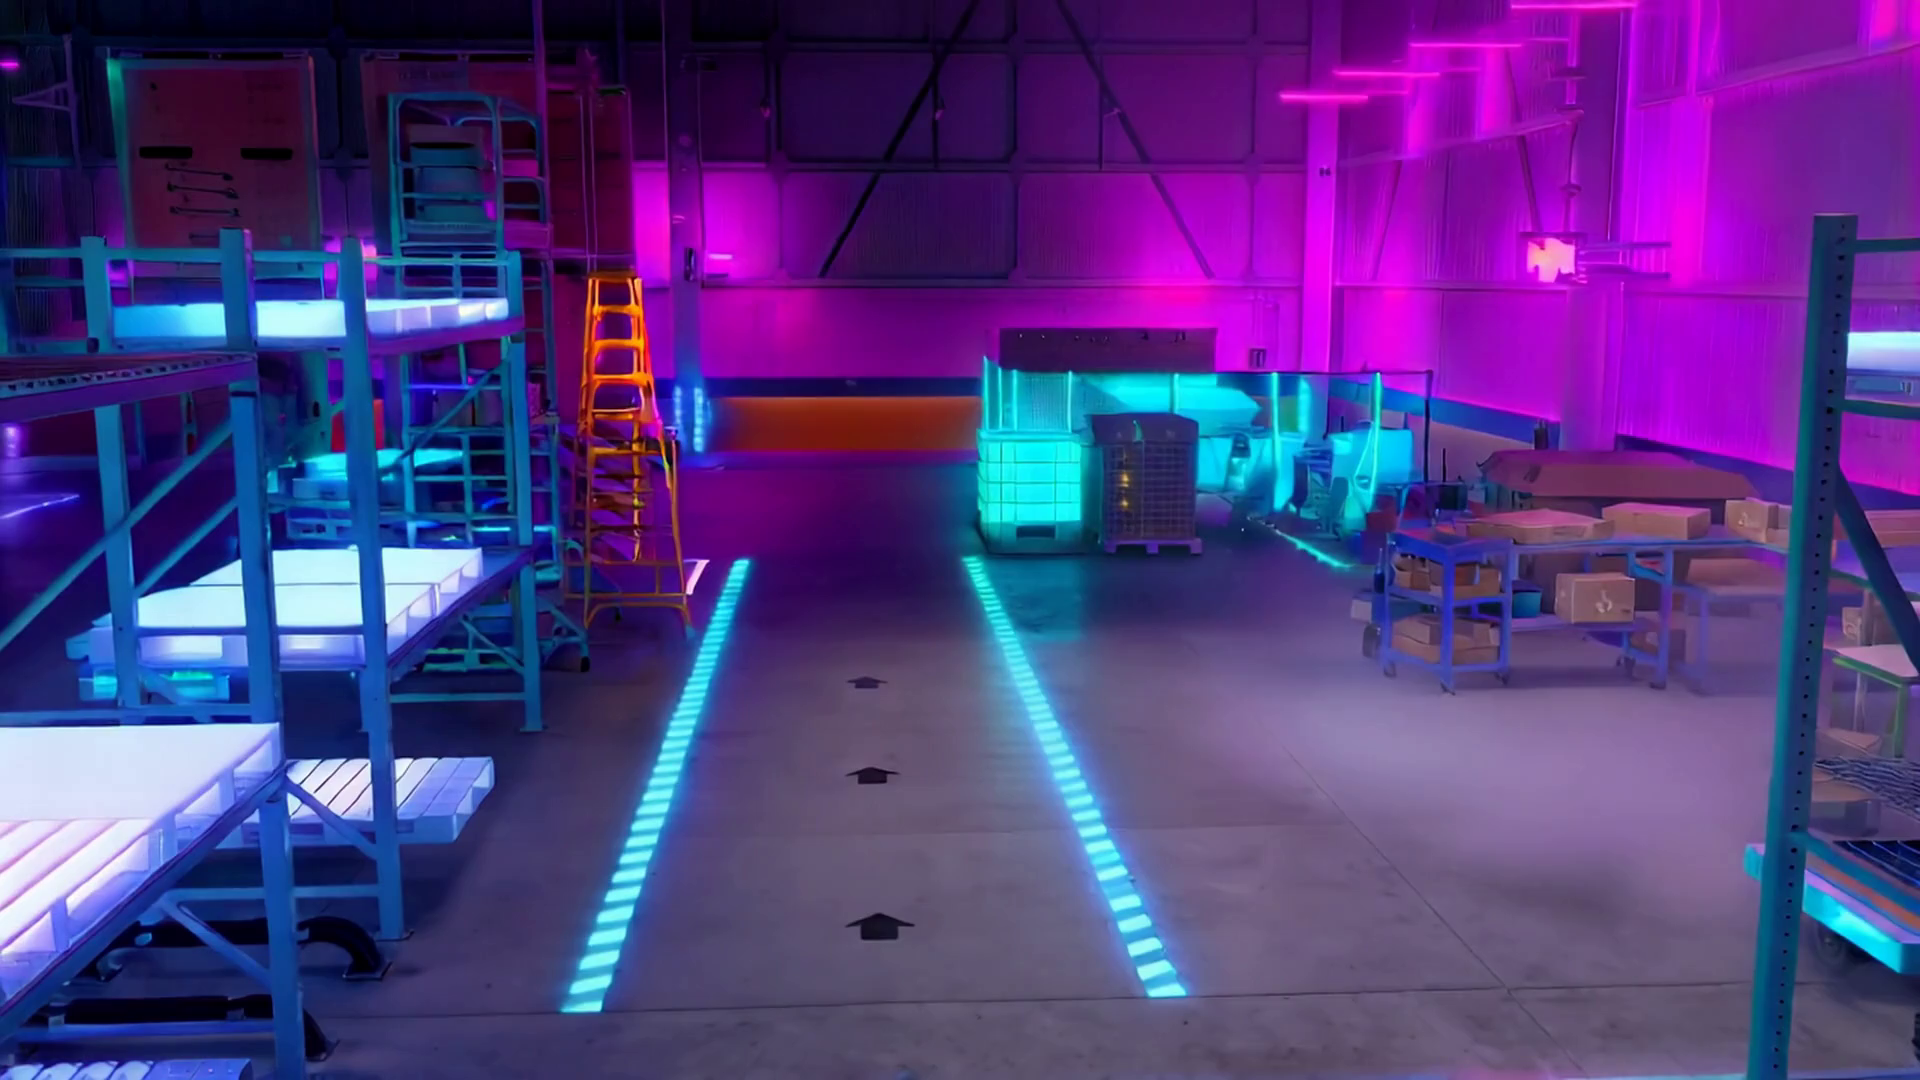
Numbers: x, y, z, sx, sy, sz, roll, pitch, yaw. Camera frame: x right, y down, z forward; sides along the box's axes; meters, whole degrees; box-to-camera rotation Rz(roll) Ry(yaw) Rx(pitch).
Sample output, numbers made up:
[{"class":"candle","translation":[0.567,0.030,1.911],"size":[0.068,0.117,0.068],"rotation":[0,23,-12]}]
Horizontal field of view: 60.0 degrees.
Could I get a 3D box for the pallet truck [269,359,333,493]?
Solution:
[{"class":"pallet truck","translation":[-7.062,-1.131,18.996],"size":[1.885,1.965,0.823],"rotation":[2,9,13]}]
